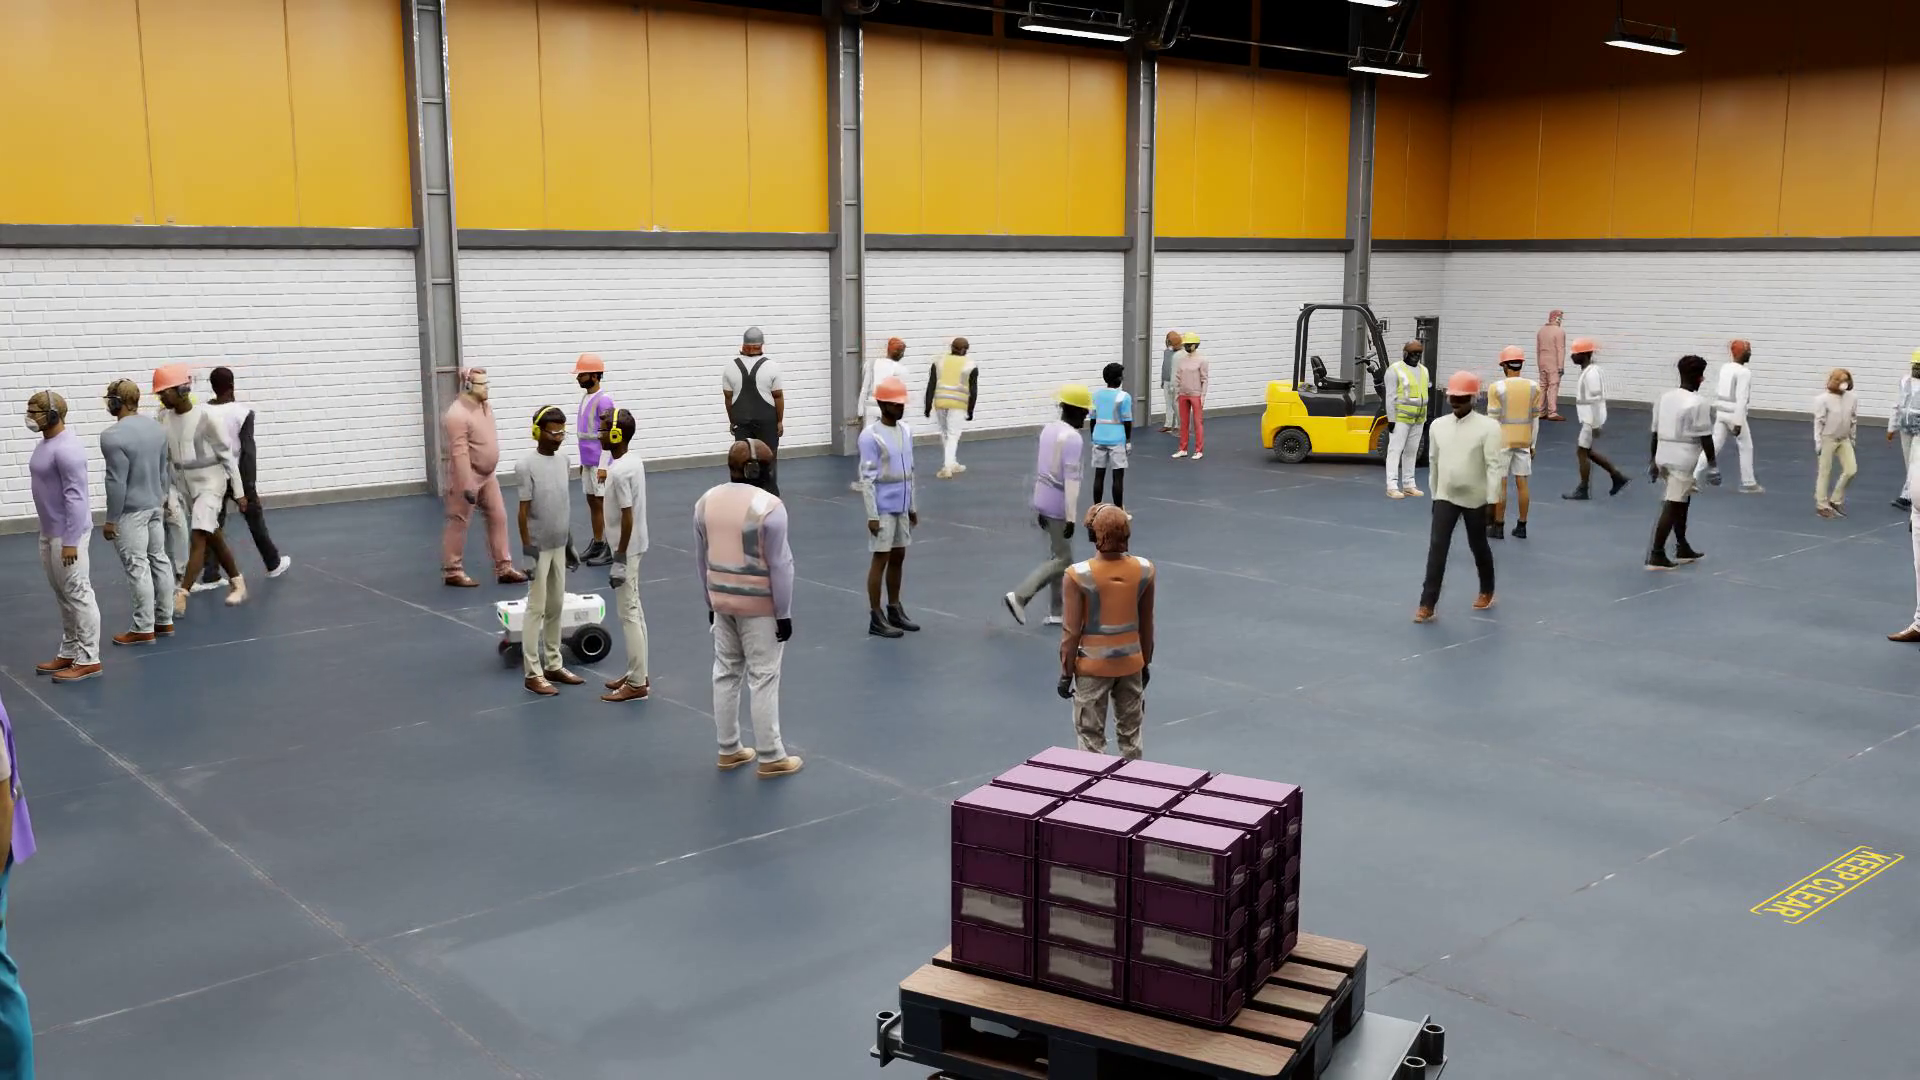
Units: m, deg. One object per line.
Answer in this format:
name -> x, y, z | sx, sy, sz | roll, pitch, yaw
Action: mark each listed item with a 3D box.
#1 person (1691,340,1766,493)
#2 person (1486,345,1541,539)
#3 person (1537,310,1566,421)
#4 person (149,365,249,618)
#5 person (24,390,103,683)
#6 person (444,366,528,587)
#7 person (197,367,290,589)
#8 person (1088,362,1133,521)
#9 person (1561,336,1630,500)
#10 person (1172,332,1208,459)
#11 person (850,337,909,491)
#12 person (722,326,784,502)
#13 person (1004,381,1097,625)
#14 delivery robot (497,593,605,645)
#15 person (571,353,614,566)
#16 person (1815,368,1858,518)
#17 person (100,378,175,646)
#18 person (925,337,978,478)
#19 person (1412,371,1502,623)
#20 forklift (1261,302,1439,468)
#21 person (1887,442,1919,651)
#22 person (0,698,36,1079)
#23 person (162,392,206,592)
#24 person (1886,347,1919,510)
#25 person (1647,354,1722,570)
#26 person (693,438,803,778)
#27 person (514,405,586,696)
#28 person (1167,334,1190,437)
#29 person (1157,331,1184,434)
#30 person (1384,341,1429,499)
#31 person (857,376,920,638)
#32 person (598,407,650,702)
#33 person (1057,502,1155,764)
person -> 9.110, -1.459, 19.753 | 0.989, 1.839, 0.588 | -1, 10, -8
person -> 5.482, -0.969, 16.588 | 0.542, 1.929, 0.373 | -1, 10, -6
person -> 10.170, -2.996, 28.538 | 0.401, 1.903, 0.643 | -3, 10, -16
person -> -6.007, -0.389, 13.070 | 0.680, 1.964, 1.042 | 4, 10, 21
person -> -5.973, -0.029, 11.057 | 0.372, 1.940, 0.630 | -9, 13, -43
person -> -4.038, -0.520, 14.075 | 0.828, 1.883, 0.690 | 2, 10, 12
person -> -6.259, -0.541, 14.309 | 0.608, 1.877, 0.829 | 1, 10, 6
person -> 1.599, -1.034, 17.650 | 0.535, 1.694, 0.321 | 8, 13, 39
person -> 7.349, -1.394, 19.182 | 0.754, 1.906, 0.558 | 2, 10, 12
person -> 3.206, -2.006, 23.135 | 0.525, 1.769, 0.315 | 9, 13, 42
person -> -0.964, -1.495, 19.896 | 0.753, 1.857, 0.390 | 4, 10, 22
person -> -2.264, -1.355, 18.517 | 0.682, 2.000, 0.537 | 2, 10, 10
person -> 0.684, -0.248, 12.487 | 0.678, 1.892, 0.628 | -3, 10, -20
delivery robot -> -2.849, 0.525, 11.584 | 0.707, 0.478, 0.477 | -4, 11, -22
person -> -3.340, -0.731, 15.167 | 0.354, 1.939, 0.545 | -7, 12, -35
person -> 9.411, -1.033, 17.849 | 0.538, 1.618, 0.403 | -2, 10, -9
person -> -5.985, -0.202, 12.067 | 0.372, 1.940, 0.627 | 1, 10, 8
person -> -0.105, -1.692, 21.283 | 0.648, 1.788, 0.808 | 4, 11, 24
person -> 3.940, -0.354, 12.987 | 0.622, 1.944, 1.055 | 8, 12, 38
forklift -> 5.320, -2.157, 22.763 | 2.313, 2.155, 1.214 | 3, 10, 16
person -> 6.979, -0.150, 11.864 | 0.403, 1.904, 0.651 | 0, 10, -2
person -> -3.109, 1.024, 5.160 | 0.570, 1.845, 0.383 | 7, 12, 35
person -> -6.558, -0.401, 13.914 | 0.753, 1.698, 0.502 | 3, 10, 16
person -> 10.564, -1.232, 18.497 | 0.790, 1.802, 0.624 | -4, 11, -24
person -> 6.564, -0.689, 14.942 | 0.845, 1.933, 0.633 | -2, 10, -11
person -> -1.142, 0.367, 9.032 | 0.624, 1.841, 0.430 | 7, 12, 35
person -> -2.654, 0.057, 10.776 | 0.335, 1.864, 0.519 | 4, 11, 25
person -> 3.429, -2.431, 26.081 | 0.347, 1.607, 0.656 | 4, 10, 21
person -> 3.371, -2.505, 26.440 | 0.288, 1.634, 0.499 | -6, 11, -31
person -> 5.231, -1.404, 19.408 | 0.620, 1.838, 0.430 | -6, 11, -30
person -> -0.509, -0.246, 12.347 | 0.379, 1.935, 0.543 | 7, 12, 35
person -> -2.147, 0.090, 10.557 | 0.322, 1.871, 0.531 | -1, 10, -5
person -> 0.709, 0.637, 8.031 | 0.523, 1.640, 0.306 | -5, 11, -26
